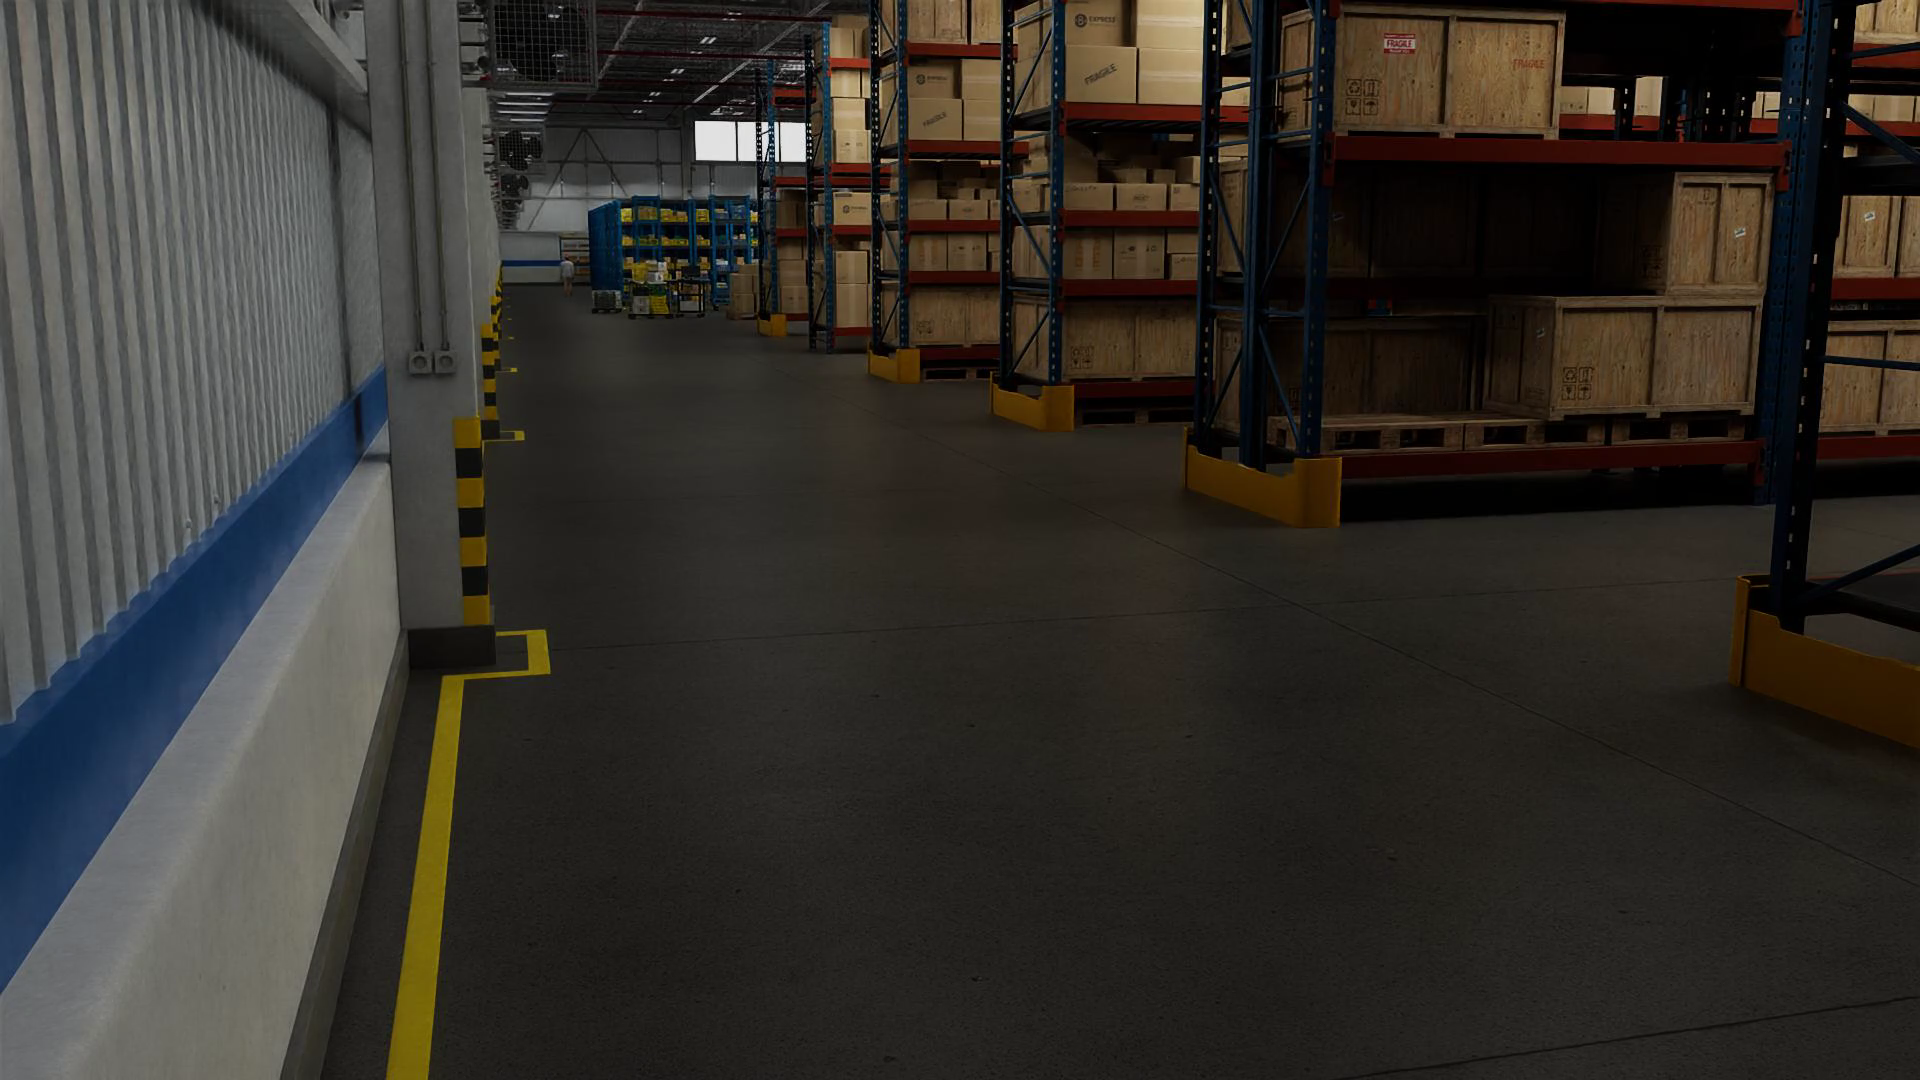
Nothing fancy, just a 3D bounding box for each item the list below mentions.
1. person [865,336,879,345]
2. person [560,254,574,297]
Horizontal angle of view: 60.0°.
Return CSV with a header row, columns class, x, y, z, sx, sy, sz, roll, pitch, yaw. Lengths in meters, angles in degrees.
class,x,y,z,sx,sy,sz,roll,pitch,yaw
person,-1.580,-4.935,34.031,0.660,1.921,0.634,-2,10,-11
person,-15.880,-10.698,67.227,0.559,1.725,0.818,-2,10,-9
